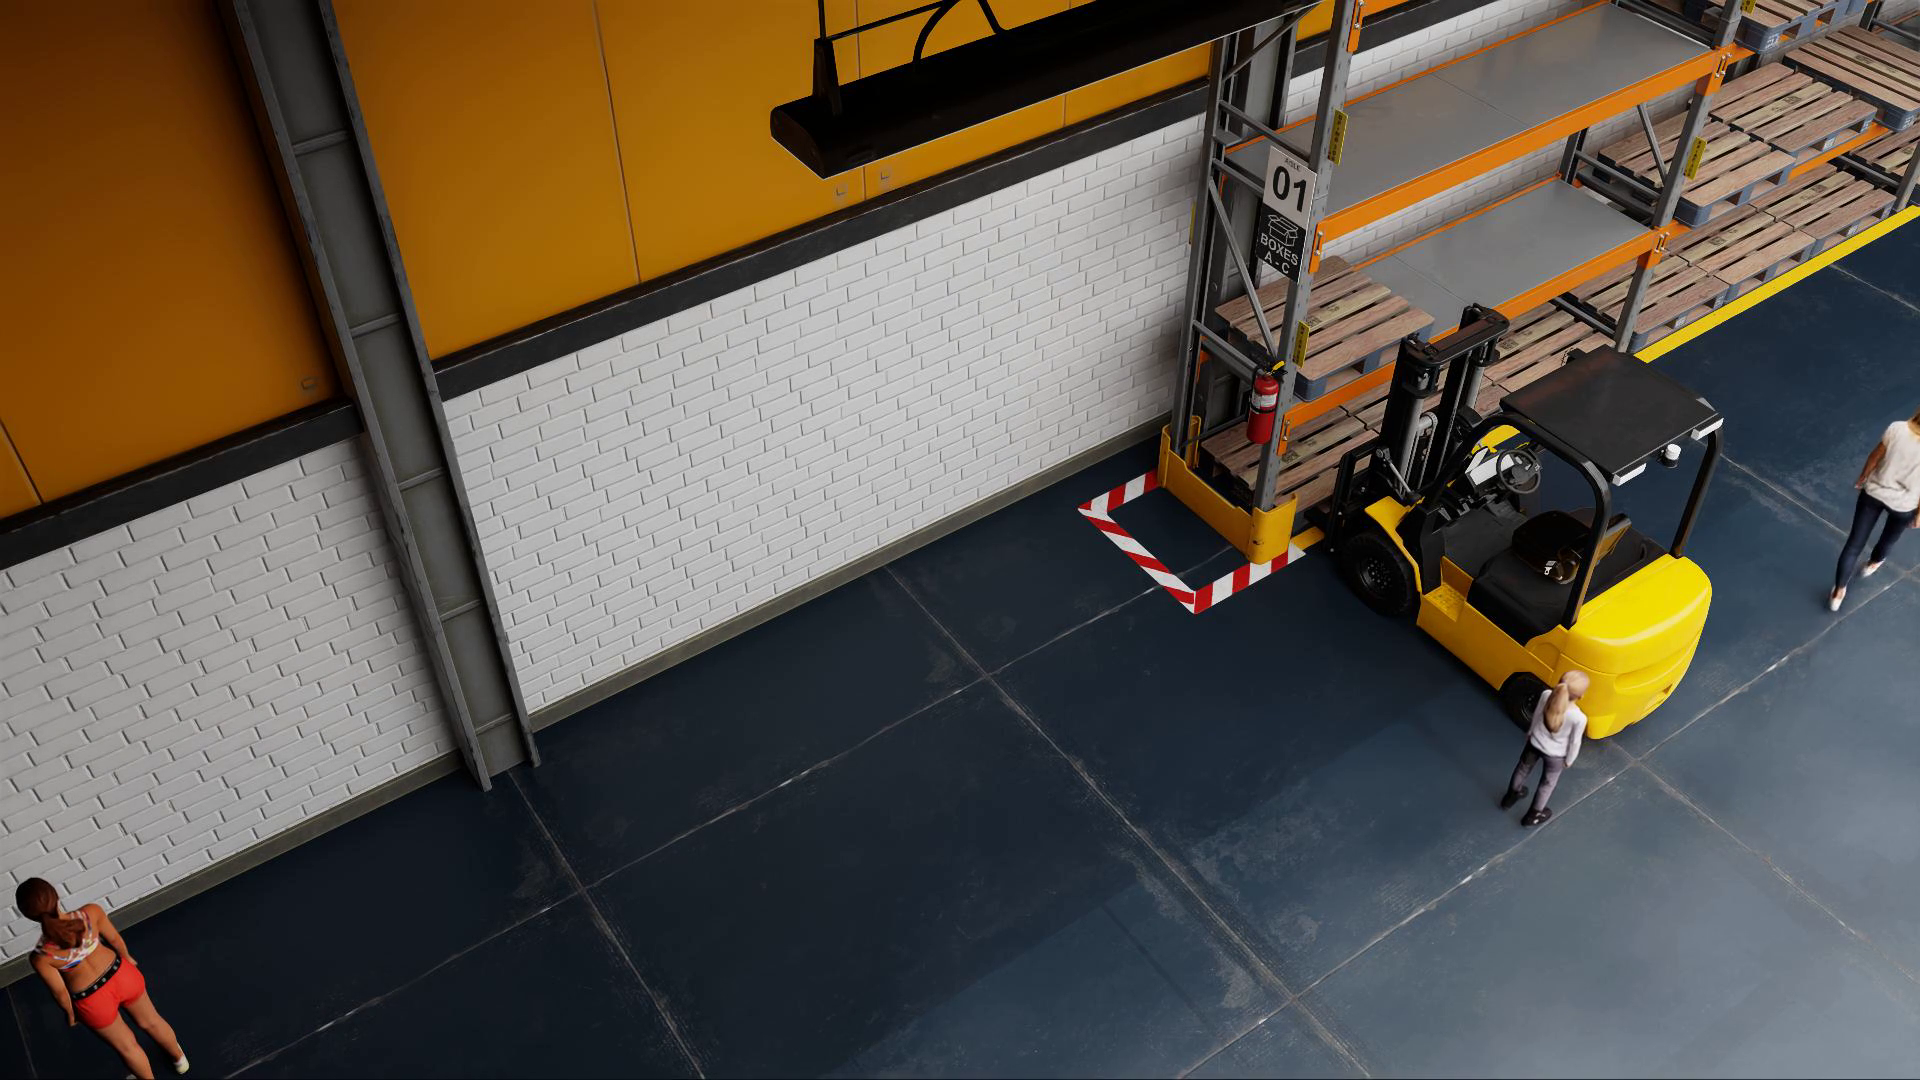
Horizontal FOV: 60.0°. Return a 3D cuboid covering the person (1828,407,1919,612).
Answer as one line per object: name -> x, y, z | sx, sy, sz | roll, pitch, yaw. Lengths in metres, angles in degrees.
person -> 6.201, -0.207, 11.142 | 0.825, 1.788, 1.039 | 27, 50, 25

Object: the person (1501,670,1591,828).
person -> 3.529, 1.236, 9.998 | 0.495, 1.277, 0.482 | -28, 50, -26

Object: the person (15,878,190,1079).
person -> -4.375, 2.305, 8.505 | 0.718, 1.788, 0.605 | 23, 48, 22
